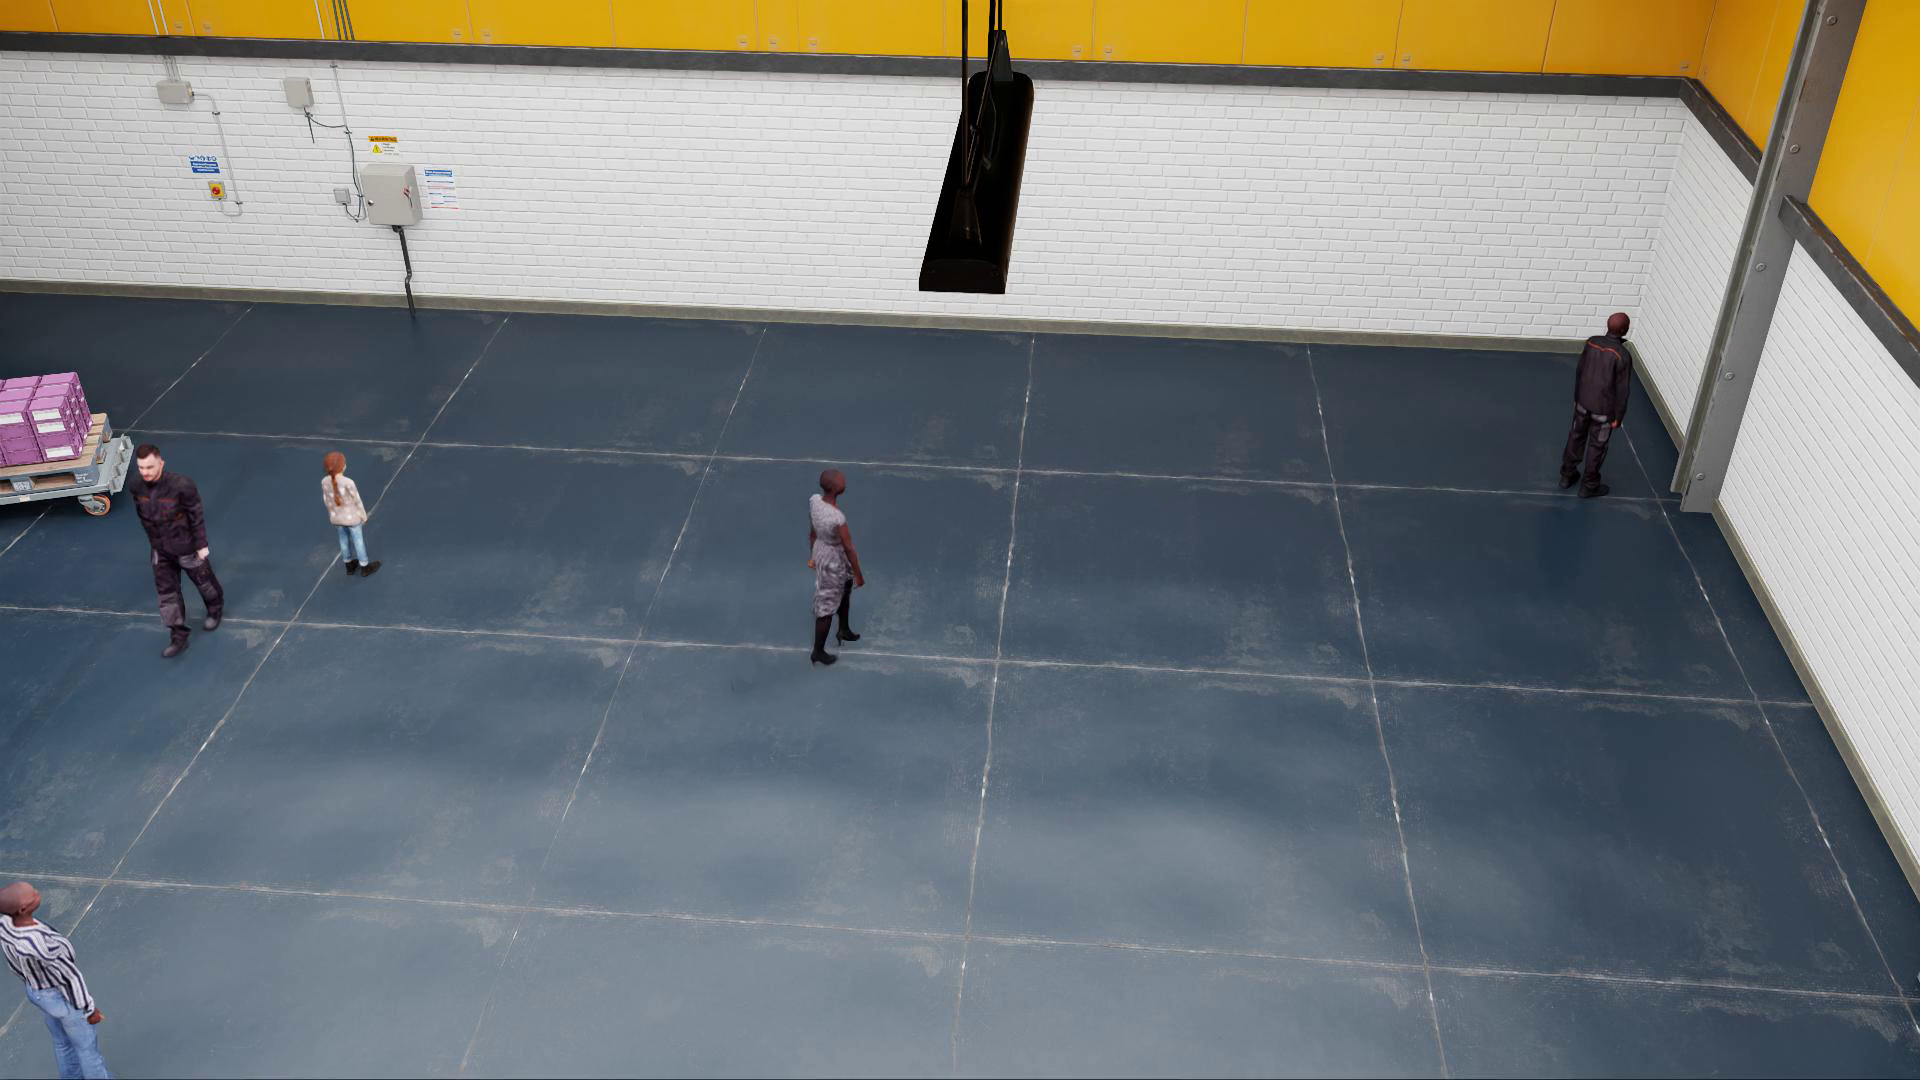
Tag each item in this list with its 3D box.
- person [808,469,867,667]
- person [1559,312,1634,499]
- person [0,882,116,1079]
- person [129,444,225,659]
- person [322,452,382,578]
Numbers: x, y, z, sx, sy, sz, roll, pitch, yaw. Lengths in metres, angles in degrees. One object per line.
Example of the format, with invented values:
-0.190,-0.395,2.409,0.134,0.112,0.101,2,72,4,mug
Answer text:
-1.092,0.259,13.024,0.919,1.770,0.863,-21,39,-28,person
5.848,-1.261,15.260,0.853,1.825,0.764,-20,39,-27,person
-5.116,2.618,9.451,0.691,1.796,0.663,17,37,23,person
-6.284,-0.038,13.421,0.754,1.823,1.033,1,34,1,person
-5.271,-0.221,14.266,0.504,1.194,0.476,6,34,9,person
